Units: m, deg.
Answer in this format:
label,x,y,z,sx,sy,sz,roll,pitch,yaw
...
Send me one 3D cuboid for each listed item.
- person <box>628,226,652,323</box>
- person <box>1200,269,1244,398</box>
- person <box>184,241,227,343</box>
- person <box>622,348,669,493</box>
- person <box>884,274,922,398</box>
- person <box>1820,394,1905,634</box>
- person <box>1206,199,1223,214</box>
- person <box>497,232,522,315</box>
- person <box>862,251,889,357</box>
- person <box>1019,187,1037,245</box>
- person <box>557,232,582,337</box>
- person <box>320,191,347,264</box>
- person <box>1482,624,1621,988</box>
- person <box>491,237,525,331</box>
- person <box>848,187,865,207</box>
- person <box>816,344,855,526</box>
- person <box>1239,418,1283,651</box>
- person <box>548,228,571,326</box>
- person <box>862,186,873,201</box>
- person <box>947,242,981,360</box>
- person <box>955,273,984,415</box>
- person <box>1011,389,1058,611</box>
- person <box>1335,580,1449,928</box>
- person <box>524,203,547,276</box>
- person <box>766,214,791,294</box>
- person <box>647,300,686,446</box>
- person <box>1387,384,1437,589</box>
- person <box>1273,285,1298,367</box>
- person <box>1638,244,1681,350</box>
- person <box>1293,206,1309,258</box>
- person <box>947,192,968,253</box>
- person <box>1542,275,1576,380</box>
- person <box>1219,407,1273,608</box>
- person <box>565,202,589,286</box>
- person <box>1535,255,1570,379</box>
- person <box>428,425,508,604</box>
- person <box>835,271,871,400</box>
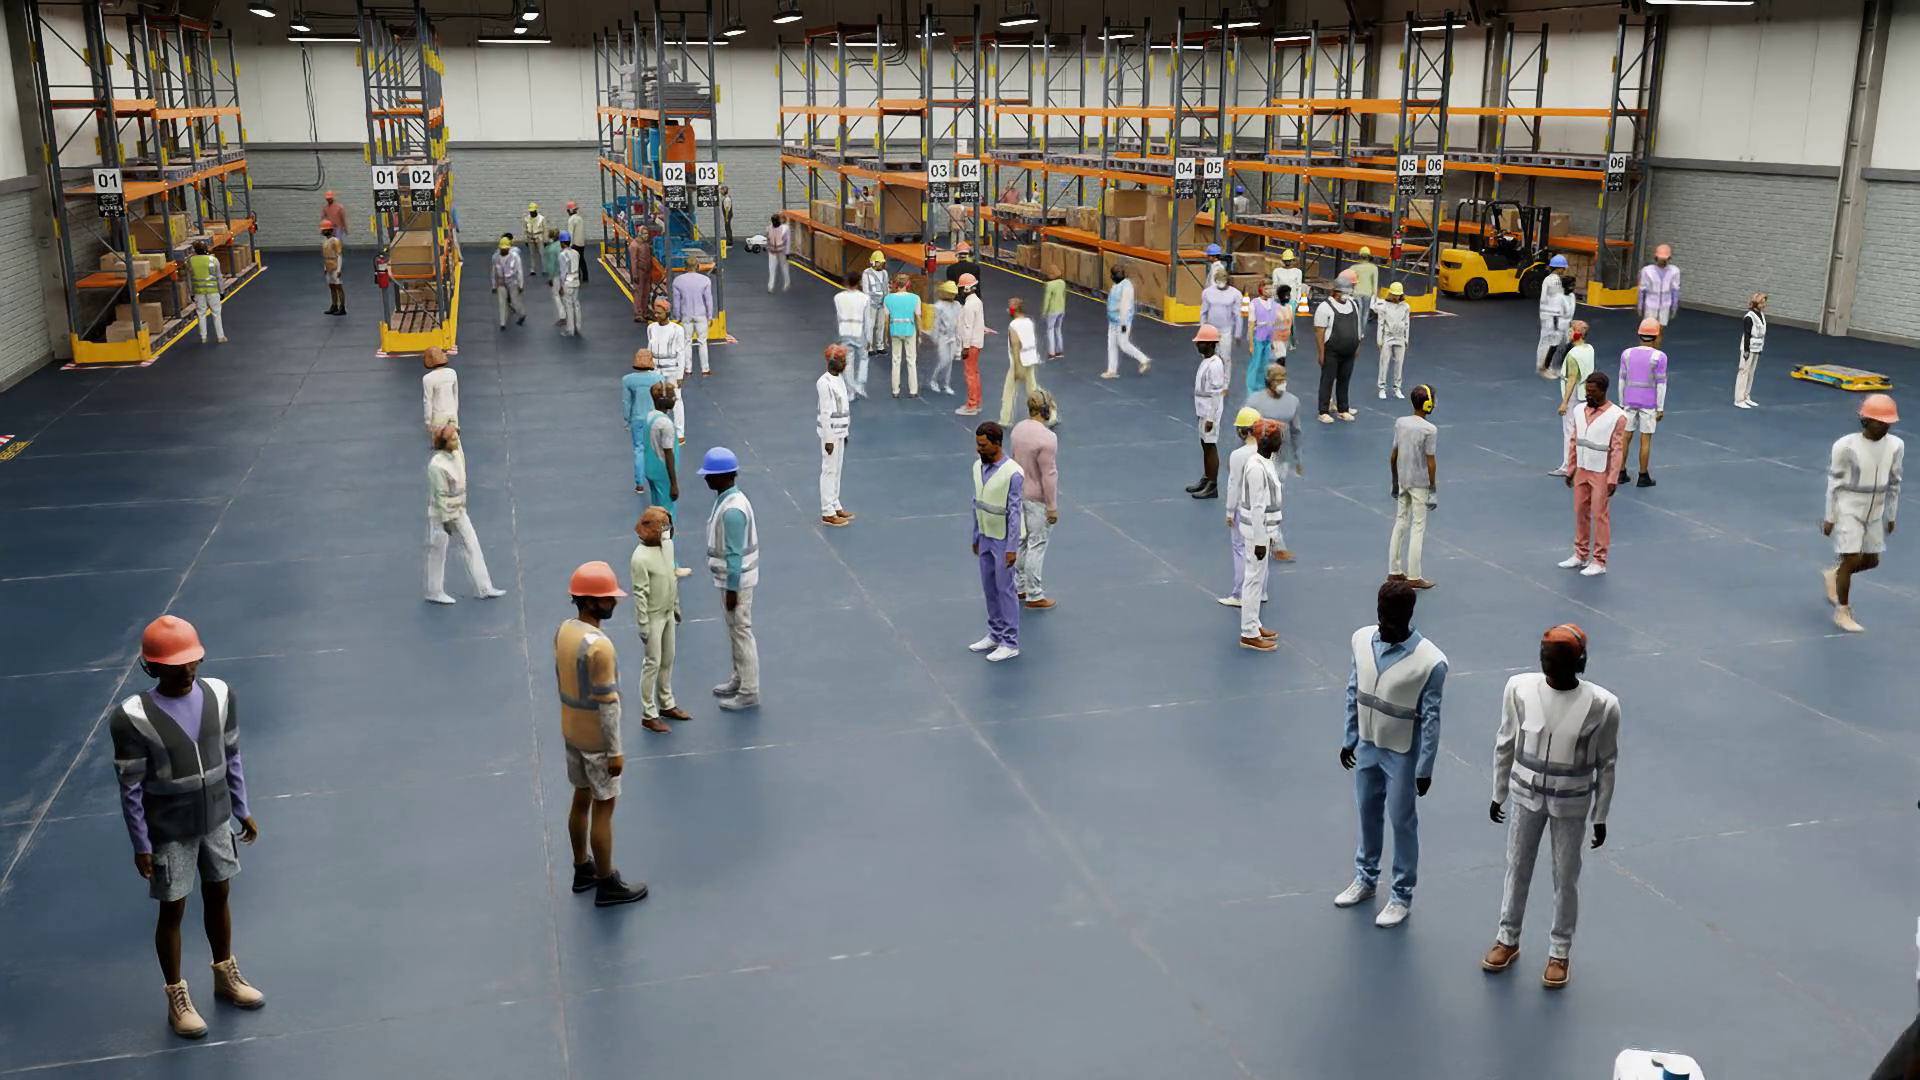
label,x,y,z,sx,sy,sz,roll,pitch,yaw
person,-6.317,-5.291,33.132,0.400,1.900,0.647,5,16,18
person,3.899,-3.088,24.791,0.656,1.917,0.449,6,16,22
person,-13.718,-4.510,30.287,0.625,1.846,0.429,-3,15,-10
person,-3.541,-1.344,18.772,0.507,1.632,0.268,-2,15,-8
person,-0.845,-3.014,24.669,0.563,1.838,0.390,2,15,6
person,7.519,-0.259,13.976,0.610,2.025,0.679,-1,15,-5
person,7.864,-10.060,51.467,0.537,1.689,0.320,-1,15,-2
person,-9.236,-5.471,34.182,0.539,1.684,0.390,2,15,7
person,-1.435,-4.064,28.659,0.585,1.824,0.404,-14,20,-42
person,1.949,-9.069,47.286,0.554,1.923,0.584,-4,15,-16
person,-7.318,-4.780,31.101,0.389,1.946,0.614,4,16,16
person,-16.717,-8.282,44.271,0.649,1.946,0.976,2,15,6
person,2.945,1.311,8.305,0.583,1.882,0.337,10,18,33
person,-8.702,-4.956,32.070,0.627,1.797,0.779,0,15,1
person,-2.984,-9.209,47.875,0.636,1.897,1.031,-4,15,-14
person,-1.306,-1.097,17.365,0.356,1.885,0.572,3,15,11
person,2.437,-0.053,13.443,0.355,1.882,0.576,3,15,13
person,-7.774,-5.175,32.673,0.479,1.918,0.782,7,17,26
person,-2.726,-9.534,49.175,0.503,1.859,0.338,12,19,37
person,0.053,-4.059,28.297,0.609,1.996,0.383,-4,15,-15
person,0.136,-2.762,23.456,0.410,1.980,0.624,3,15,10
person,0.653,-0.351,14.478,0.374,1.932,0.627,-7,17,-26
person,2.324,1.124,8.965,0.397,1.911,0.587,-11,18,-36
person,-10.622,-7.512,41.628,0.595,1.825,0.404,2,15,9
person,-4.160,-6.581,38.190,0.628,1.800,0.951,3,15,11
person,-3.755,-2.131,21.267,0.573,1.880,0.359,8,17,28
person,4.124,-0.485,15.093,0.310,1.868,0.533,-9,17,-30
person,4.799,-2.963,24.780,0.484,1.676,0.554,13,20,40
person,11.625,-3.907,27.682,0.613,2.021,0.470,3,15,12
person,8.840,-7.853,43.037,0.348,1.760,0.528,-10,18,-33
person,-0.047,-8.336,44.525,0.587,1.926,0.366,5,16,19
person,9.481,-3.328,26.162,0.547,1.663,0.595,-11,19,-37
person,2.513,-0.289,14.569,0.528,1.760,0.336,-12,19,-37
person,-9.141,-7.028,39.514,0.434,1.981,0.629,4,15,15
person,9.428,-3.553,26.484,0.391,1.946,0.615,1,15,3
person,-4.366,-0.208,14.528,0.769,1.604,0.548,3,15,11
person,-1.556,-3.017,24.575,0.587,1.895,0.512,4,16,16
